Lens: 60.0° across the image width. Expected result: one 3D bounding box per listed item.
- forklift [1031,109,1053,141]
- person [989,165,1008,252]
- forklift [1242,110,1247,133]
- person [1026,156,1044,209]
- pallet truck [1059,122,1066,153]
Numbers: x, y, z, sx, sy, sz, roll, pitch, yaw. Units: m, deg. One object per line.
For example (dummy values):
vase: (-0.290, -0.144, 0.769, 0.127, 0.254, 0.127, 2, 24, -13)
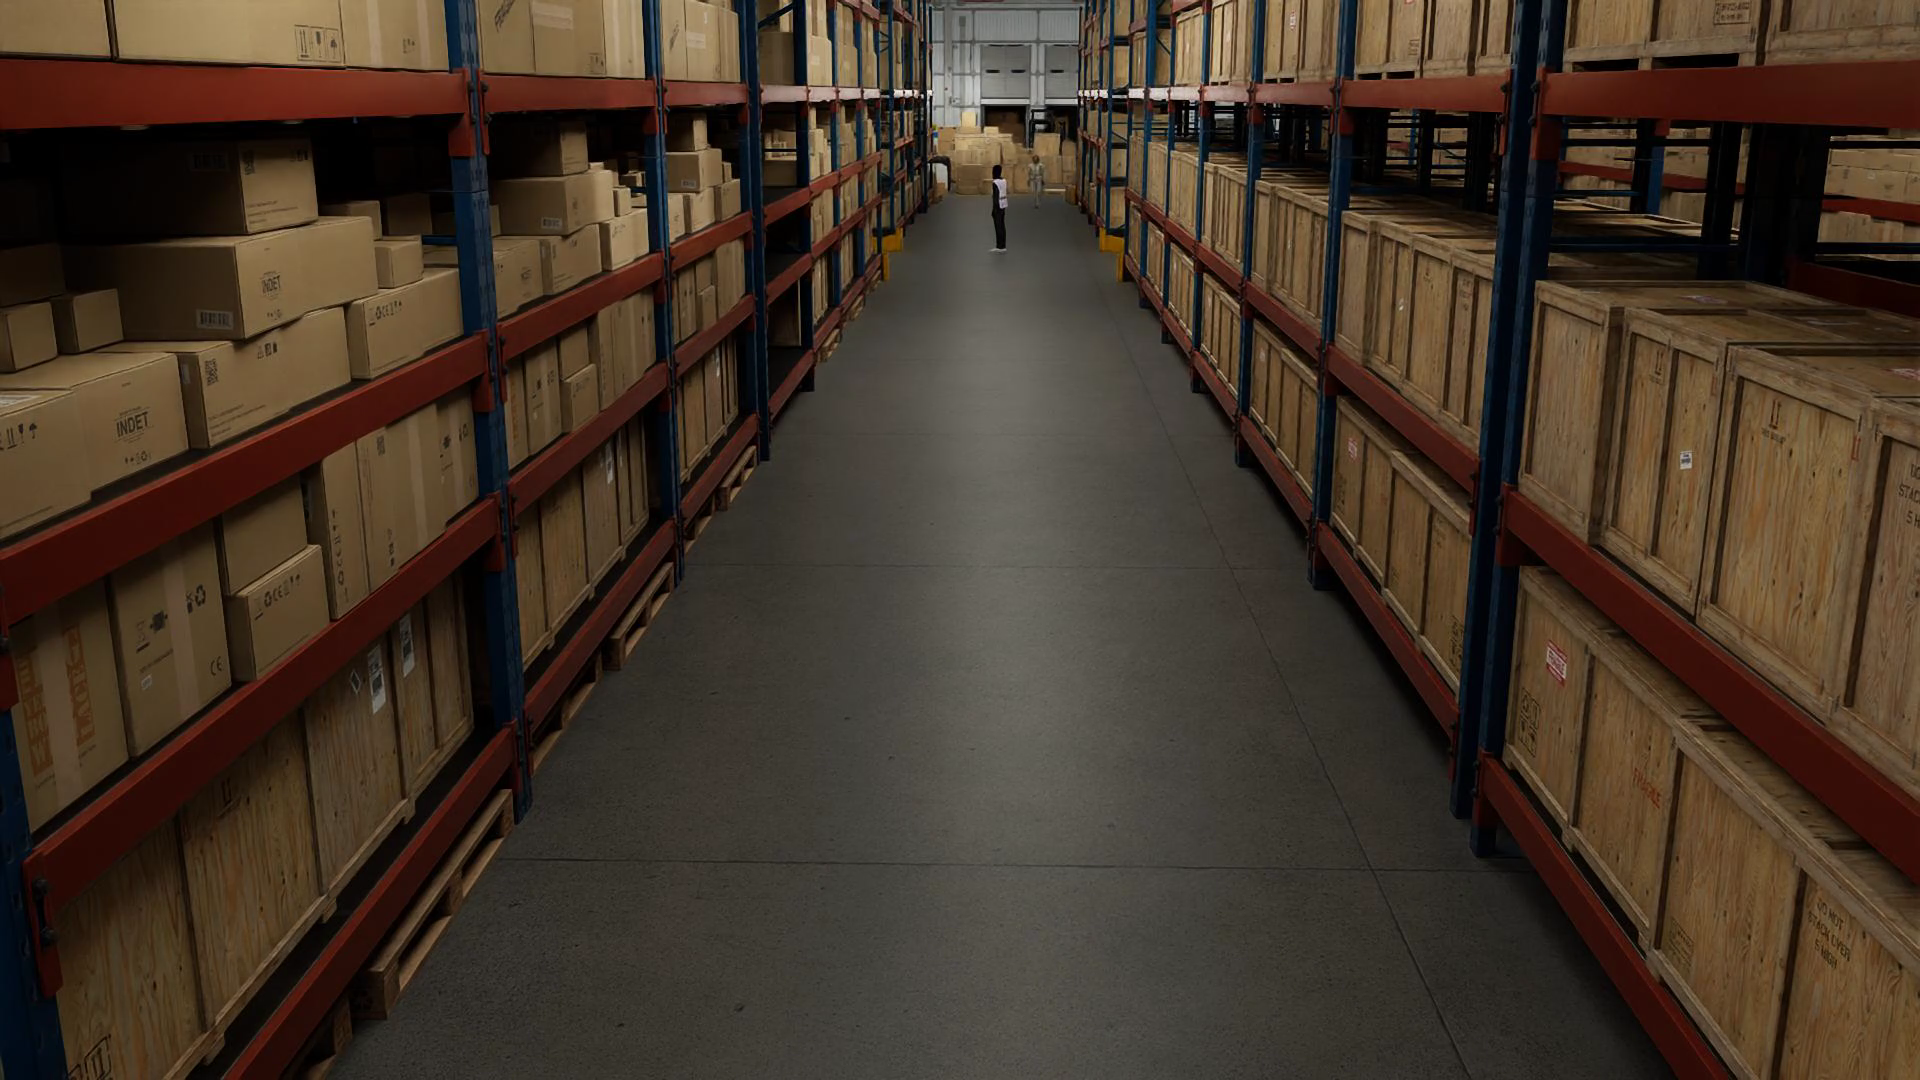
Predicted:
forklift: (3.409, -16.577, 69.471, 1.129, 2.768, 1.873, 0, 15, 2)
person: (0.874, -7.413, 37.199, 0.371, 1.916, 0.597, 6, 16, 21)
forklift: (11.261, -15.245, 64.514, 1.129, 2.768, 1.873, 6, 16, 21)
person: (2.300, -10.985, 51.080, 0.534, 1.594, 0.845, 2, 15, 9)
pallet truck: (5.788, -21.111, 88.014, 1.885, 1.965, 0.823, 5, 16, 18)
